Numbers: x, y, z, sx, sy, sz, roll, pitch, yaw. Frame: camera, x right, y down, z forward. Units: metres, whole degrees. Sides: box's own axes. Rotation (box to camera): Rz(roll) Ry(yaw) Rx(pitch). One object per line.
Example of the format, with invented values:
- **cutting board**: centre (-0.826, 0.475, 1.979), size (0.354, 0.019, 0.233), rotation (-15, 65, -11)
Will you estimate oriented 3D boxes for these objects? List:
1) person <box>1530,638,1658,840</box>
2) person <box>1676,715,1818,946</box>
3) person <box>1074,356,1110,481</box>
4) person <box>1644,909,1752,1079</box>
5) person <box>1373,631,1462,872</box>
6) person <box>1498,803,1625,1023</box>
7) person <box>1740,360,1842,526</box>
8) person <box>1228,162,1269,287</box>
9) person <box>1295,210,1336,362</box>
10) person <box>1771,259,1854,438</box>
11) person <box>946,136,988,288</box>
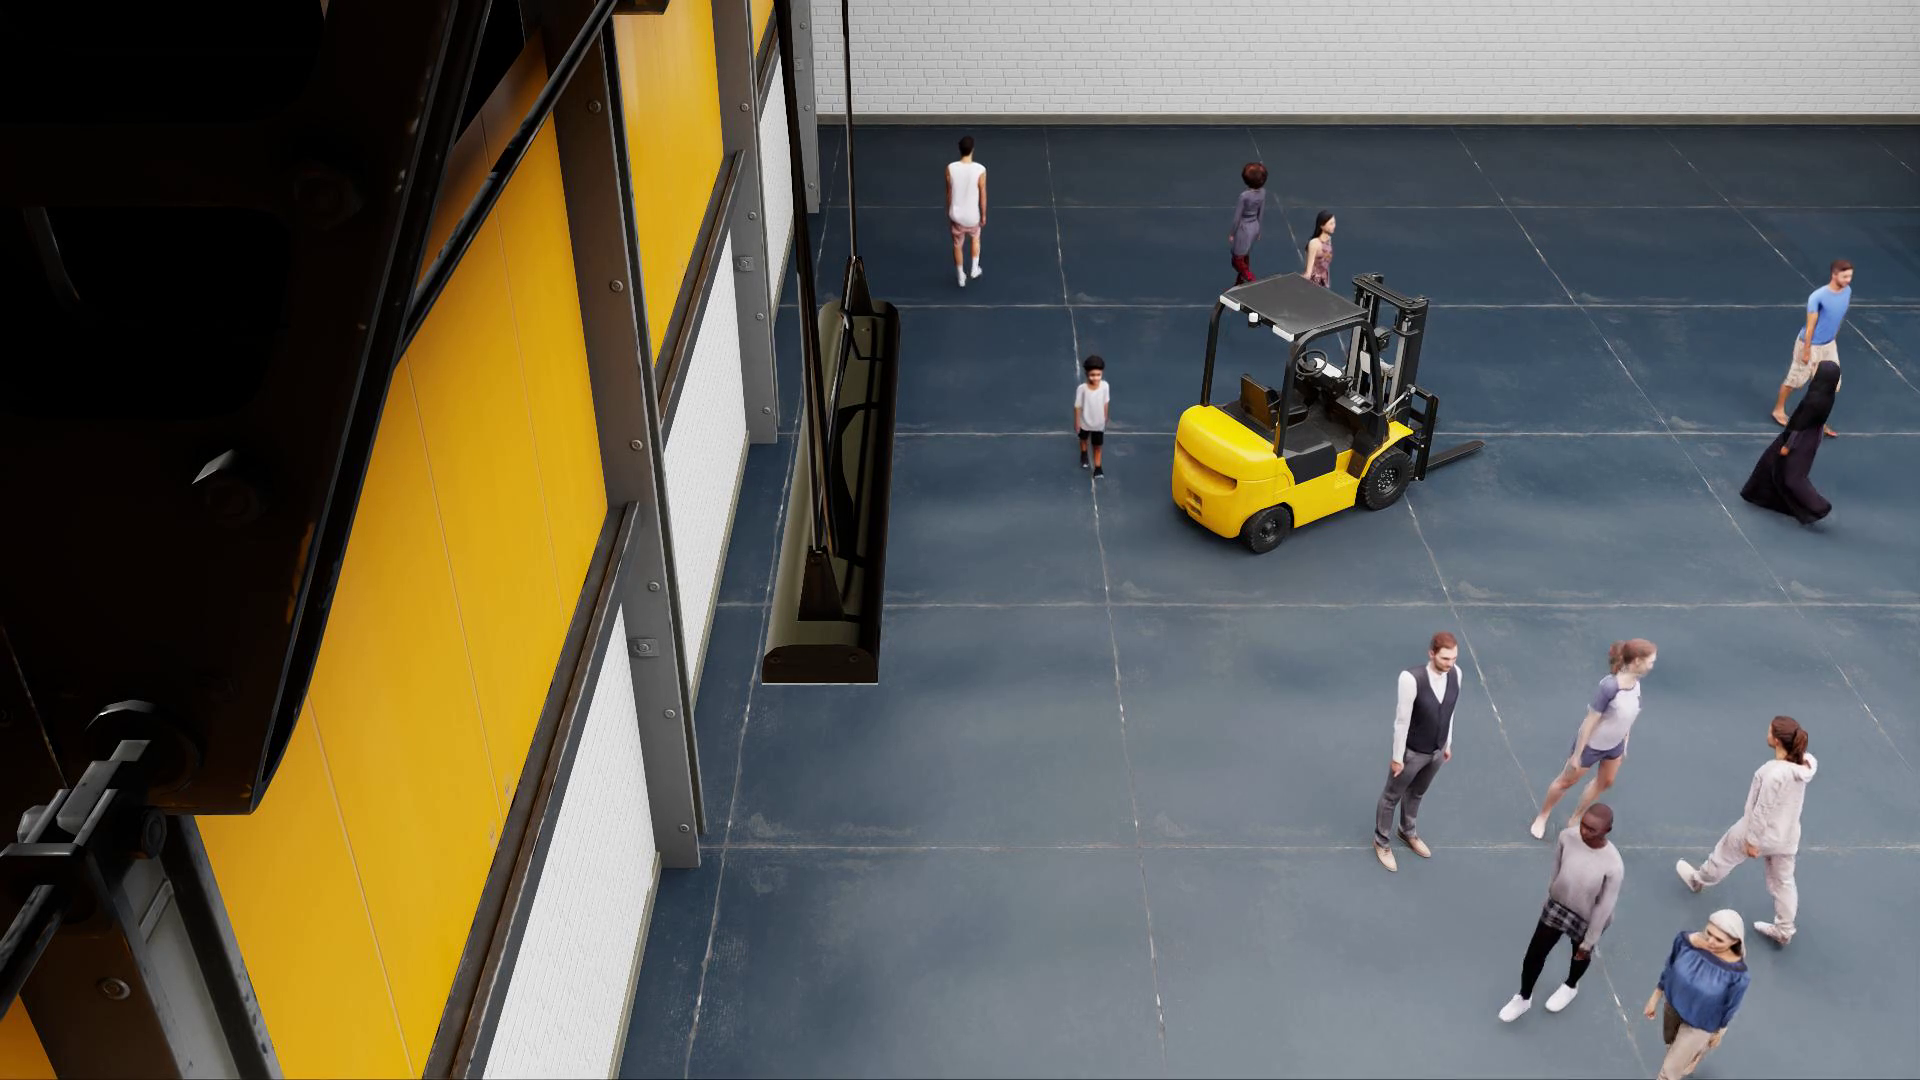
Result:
- **person**: centre (4.466, 1.412, 11.702), size (0.806, 1.739, 0.830), rotation (-11, 35, -16)
- **person**: centre (5.418, 1.963, 10.966), size (0.947, 1.636, 1.182), rotation (-17, 37, -24)
- **person**: centre (1.262, -1.233, 16.145), size (0.529, 1.226, 0.862), rotation (-2, 34, -4)
- **person**: centre (4.321, 2.750, 9.751), size (1.059, 1.669, 1.137), rotation (-20, 38, -27)
- **person**: centre (3.178, 1.410, 11.519), size (0.737, 1.944, 0.714), rotation (-14, 36, -20)
- **person**: centre (3.919, 2.281, 10.383), size (0.970, 1.752, 0.925), rotation (-27, 42, -35)
- **person**: centre (7.804, -0.892, 15.292), size (1.014, 1.602, 1.043), rotation (22, 39, 29)
- **person**: centre (3.335, -3.470, 19.087), size (0.899, 1.694, 1.003), rotation (-23, 40, -30)
- **person**: centre (3.729, -2.722, 17.900), size (0.849, 1.762, 0.796), rotation (21, 39, 29)
- **person**: centre (8.559, -2.010, 16.755), size (0.830, 1.844, 1.020), rotation (-10, 35, -15)
- **person**: centre (0.037, -3.811, 19.533), size (0.673, 1.769, 0.718), rotation (2, 34, 3)
